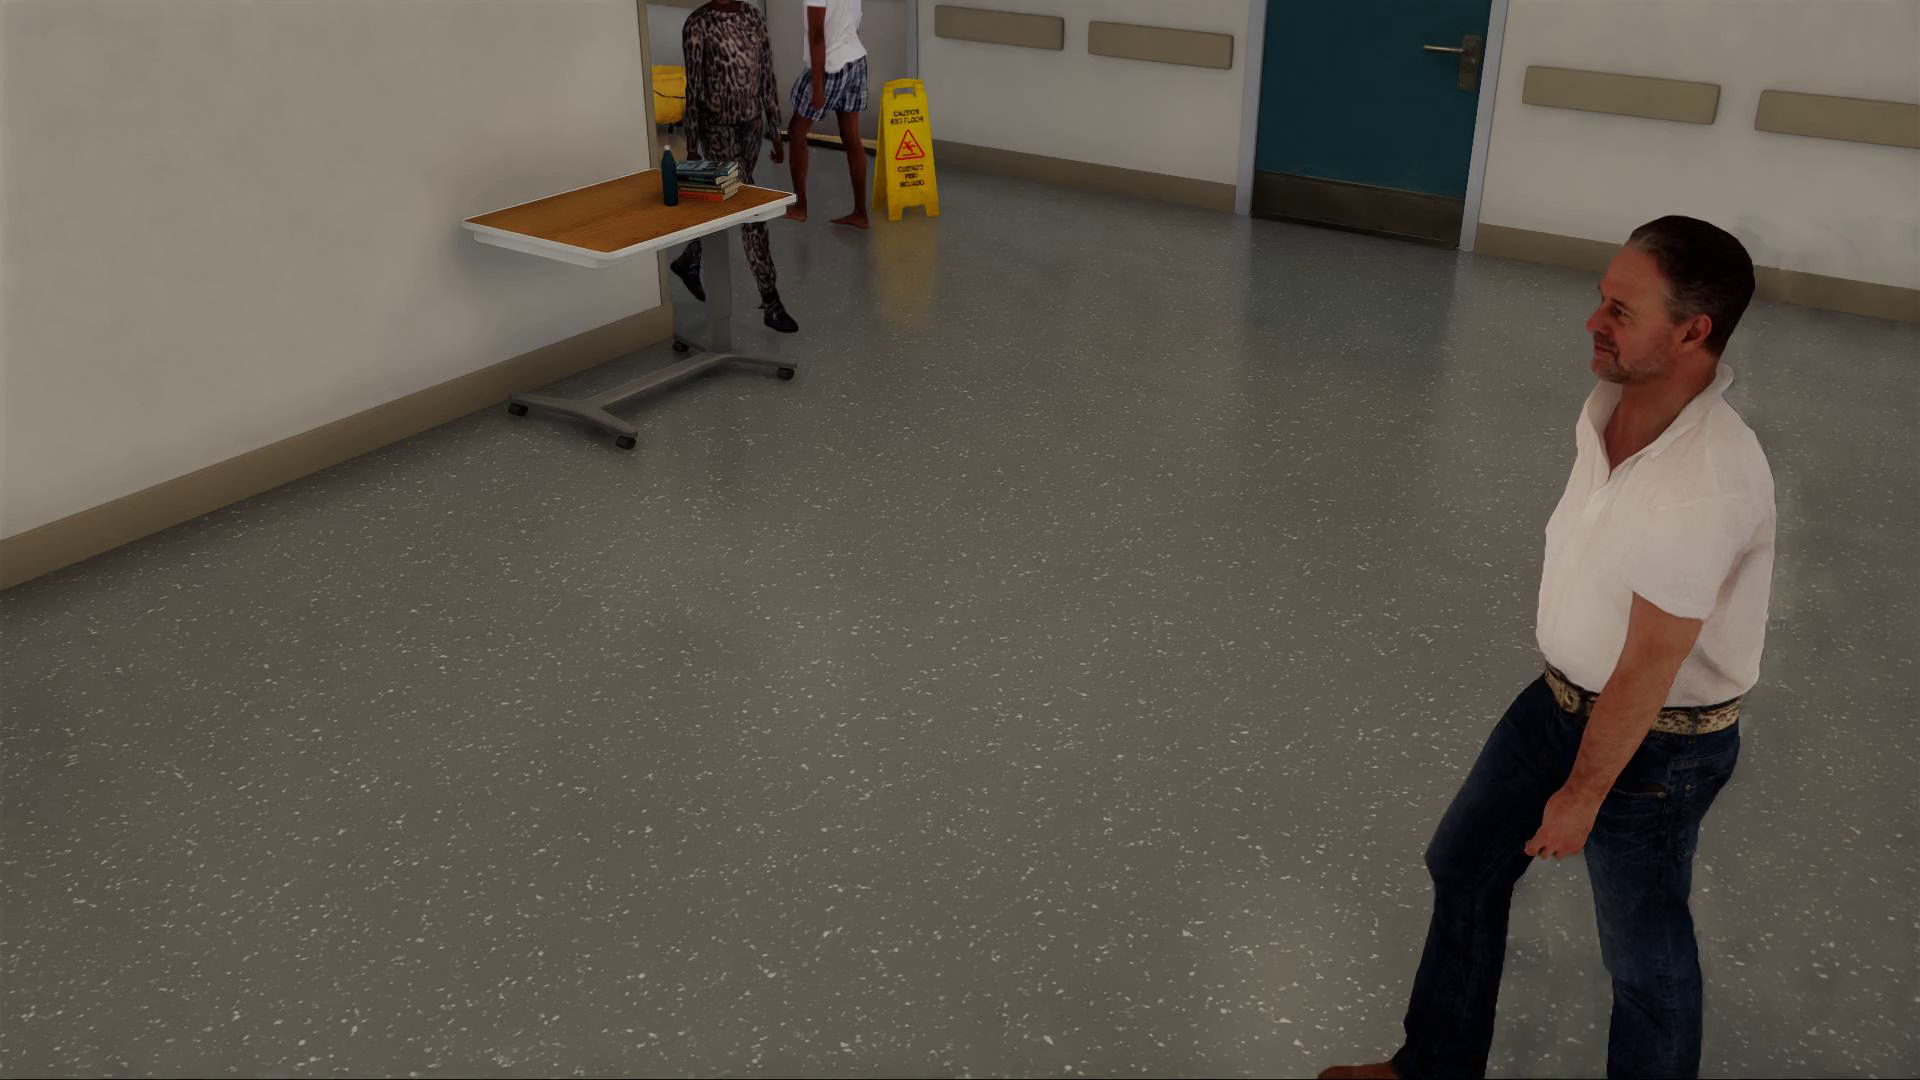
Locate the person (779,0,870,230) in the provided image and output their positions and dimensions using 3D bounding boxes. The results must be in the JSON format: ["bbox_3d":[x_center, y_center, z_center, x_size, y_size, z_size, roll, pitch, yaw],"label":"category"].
[{"bbox_3d":[-0.621,-2.513,8.966,0.818,1.709,0.662,17,31,31],"label":"person"}]

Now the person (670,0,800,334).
[{"bbox_3d":[-1.082,-1.800,7.525,0.788,1.675,1.166,-22,33,-38],"label":"person"}]

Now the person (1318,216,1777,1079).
[{"bbox_3d":[1.239,0.363,2.865,1.064,1.827,0.973,-2,26,-4],"label":"person"}]
